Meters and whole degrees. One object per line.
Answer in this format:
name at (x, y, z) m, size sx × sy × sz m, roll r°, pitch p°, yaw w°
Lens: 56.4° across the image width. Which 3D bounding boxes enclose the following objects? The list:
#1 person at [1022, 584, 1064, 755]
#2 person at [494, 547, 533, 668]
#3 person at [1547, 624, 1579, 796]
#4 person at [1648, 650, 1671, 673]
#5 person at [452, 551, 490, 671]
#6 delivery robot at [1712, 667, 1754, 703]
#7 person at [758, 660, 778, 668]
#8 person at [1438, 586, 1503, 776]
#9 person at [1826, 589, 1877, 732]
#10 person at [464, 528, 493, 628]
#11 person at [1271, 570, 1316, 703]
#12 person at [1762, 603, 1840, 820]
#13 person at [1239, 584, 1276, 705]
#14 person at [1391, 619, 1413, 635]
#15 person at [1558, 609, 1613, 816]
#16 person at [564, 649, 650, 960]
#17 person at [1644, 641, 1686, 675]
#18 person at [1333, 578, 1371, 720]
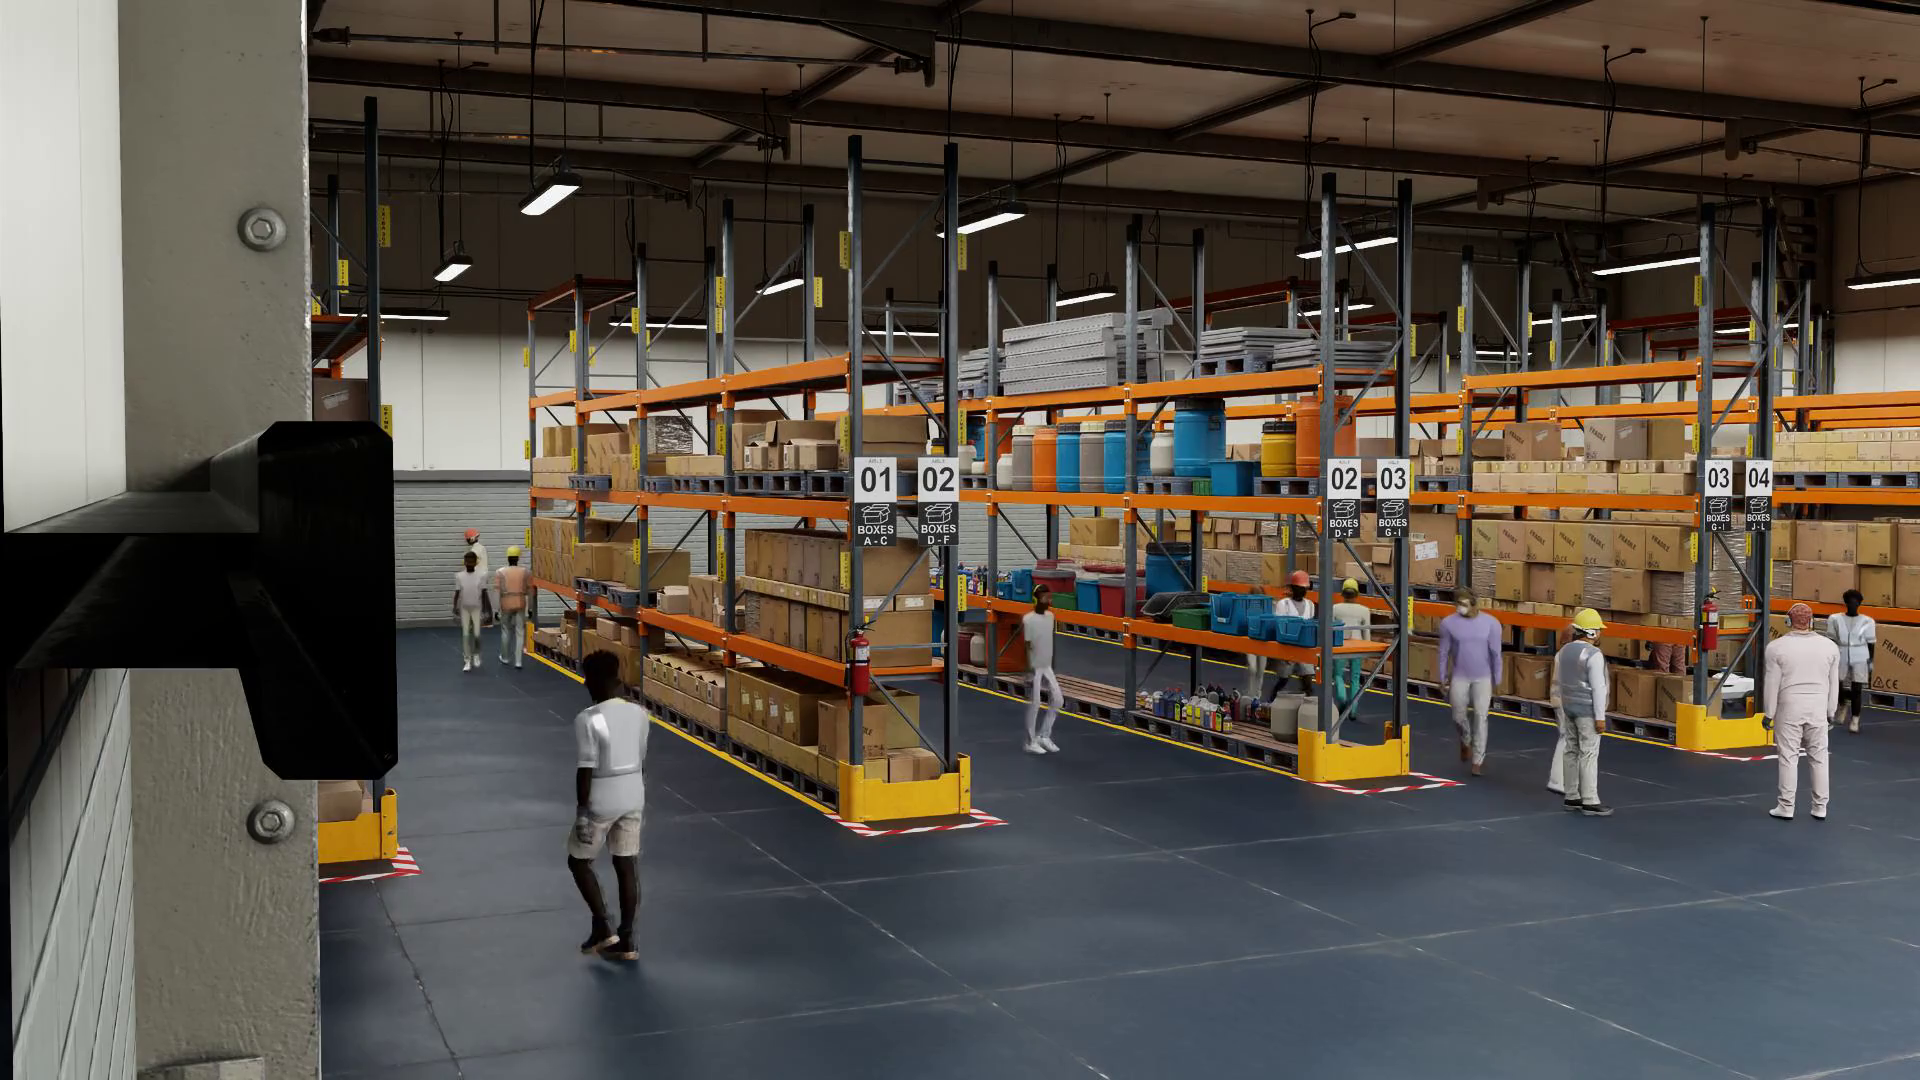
person at (0.905, 1.401, 19.434) m, size 0.508 × 1.850 × 0.550 m, roll 2°, pitch 3°, yaw 45°
person at (-7.022, 1.050, 28.144) m, size 0.614 × 1.884 × 0.928 m, roll -1°, pitch 2°, yaw -21°
person at (5.807, 1.611, 17.171) m, size 0.424 × 1.613 × 0.647 m, roll 0°, pitch 2°, yaw 4°
person at (9.716, 1.165, 24.746) m, size 0.594 × 1.919 × 0.387 m, roll -1°, pitch 2°, yaw -28°
person at (-7.527, 1.090, 27.543) m, size 0.563 × 1.849 × 0.405 m, roll 0°, pitch 2°, yaw -9°
delivery robot at (9.825, 1.878, 22.992) m, size 0.707 × 0.478 × 0.477 m, roll -1°, pitch 2°, yaw -21°
person at (-2.982, 1.062, 27.192) m, size 0.551 × 1.934 × 0.373 m, roll -2°, pitch 3°, yaw -37°
person at (5.218, 1.415, 18.284) m, size 0.650 × 1.914 × 0.555 m, roll 1°, pitch 2°, yaw 22°
person at (10.497, 1.414, 21.110) m, size 0.545 × 1.684 × 0.364 m, roll 1°, pitch 3°, yaw 33°
person at (-9.470, 0.747, 35.128) m, size 0.500 × 1.965 × 0.644 m, roll 0°, pitch 2°, yaw 6°
person at (3.987, 1.304, 21.483) m, size 0.548 × 1.902 × 0.960 m, roll -1°, pitch 2°, yaw -19°
person at (7.414, 1.512, 15.830) m, size 0.637 × 1.911 × 0.403 m, roll 0°, pitch 2°, yaw 5°
person at (3.868, 1.381, 23.083) m, size 0.502 × 1.614 × 0.620 m, roll -1°, pitch 2°, yaw -14°
person at (7.583, 0.947, 30.972) m, size 0.651 × 1.884 × 1.041 m, roll -1°, pitch 3°, yaw -29°
person at (5.636, 1.536, 16.134) m, size 0.404 × 1.834 × 0.592 m, roll -1°, pitch 2°, yaw -13°
person at (-2.212, 1.665, 11.305) m, size 0.436 × 1.946 × 0.620 m, roll 2°, pitch 3°, yaw 39°
person at (9.055, 1.238, 22.962) m, size 0.637 × 1.911 × 0.403 m, roll -1°, pitch 2°, yaw -18°
person at (4.808, 1.345, 22.168) m, size 0.540 × 1.751 × 0.363 m, roll 0°, pitch 2°, yaw 5°
